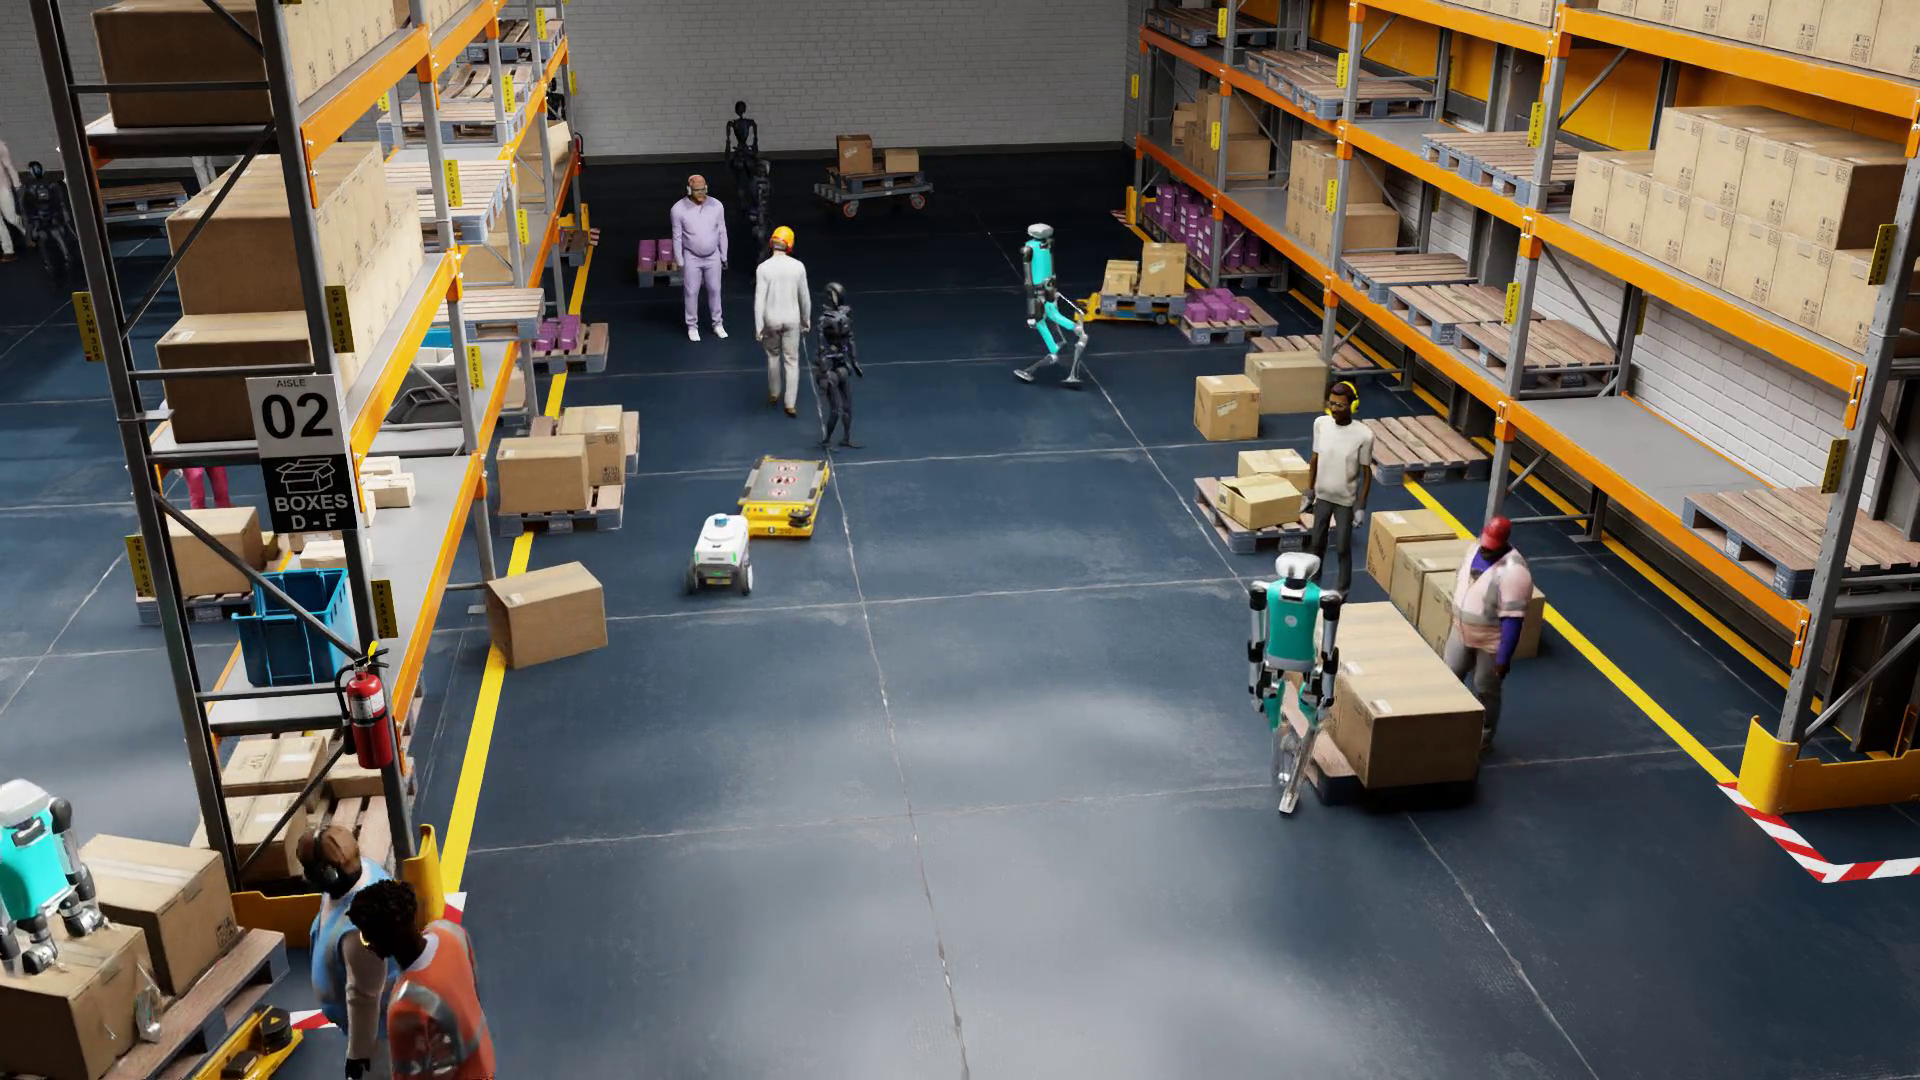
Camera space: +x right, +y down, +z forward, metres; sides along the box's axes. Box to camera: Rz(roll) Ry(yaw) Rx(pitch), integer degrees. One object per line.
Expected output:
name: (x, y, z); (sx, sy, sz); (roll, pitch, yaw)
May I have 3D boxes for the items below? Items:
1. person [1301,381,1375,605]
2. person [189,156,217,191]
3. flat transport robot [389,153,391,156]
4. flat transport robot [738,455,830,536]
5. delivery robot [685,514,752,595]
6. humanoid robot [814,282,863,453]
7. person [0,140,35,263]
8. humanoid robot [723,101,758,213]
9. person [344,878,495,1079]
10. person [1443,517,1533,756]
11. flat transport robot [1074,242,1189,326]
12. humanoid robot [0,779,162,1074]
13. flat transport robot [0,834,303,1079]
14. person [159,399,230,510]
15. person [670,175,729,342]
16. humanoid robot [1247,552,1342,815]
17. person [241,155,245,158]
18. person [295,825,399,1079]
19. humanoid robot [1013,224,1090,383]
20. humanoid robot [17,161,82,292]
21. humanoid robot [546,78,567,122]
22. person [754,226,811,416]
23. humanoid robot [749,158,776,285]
person: (2.787, -0.292, 12.352); (0.507, 1.871, 0.331); (19, 30, 36)
person: (-11.710, -6.058, 25.523); (0.429, 1.841, 0.632); (1, 24, 2)
flat transport robot: (-8.319, -4.947, 24.948); (1.431, 0.231, 0.659); (-1, 24, -2)
flat transport robot: (-1.548, -0.393, 14.574); (0.659, 0.231, 1.431); (1, 24, 2)
delivery robot: (-1.876, 0.087, 13.116); (0.499, 0.587, 0.782); (0, 24, 0)
humanoid robot: (-1.169, -1.631, 15.645); (0.361, 1.650, 0.594); (13, 27, 27)
person: (-12.962, -4.729, 22.415); (0.675, 1.907, 0.645); (-1, 24, -2)
humanoid robot: (-3.272, -5.766, 25.067); (0.591, 1.648, 0.407); (-17, 29, -34)
person: (-2.164, 2.170, 6.672); (0.766, 1.933, 0.648); (-2, 24, -4)
person: (3.285, 0.621, 10.462); (0.467, 1.717, 0.633); (-12, 26, -25)
flat transport robot: (2.121, -2.794, 20.044); (1.431, 0.231, 0.659); (3, 24, 8)
humanoid robot: (-3.916, 1.943, 7.497); (0.677, 1.858, 0.534); (7, 25, 16)
flat transport robot: (-4.017, 2.464, 8.065); (1.431, 0.231, 0.659); (5, 24, 12)
person: (-6.173, -0.676, 13.530); (0.299, 1.622, 0.505); (17, 29, 33)
person: (-2.949, -3.219, 18.991); (0.643, 1.900, 0.402); (-11, 26, -23)
humanoid robot: (2.023, 0.868, 10.007); (0.544, 1.897, 0.756); (9, 25, 20)
person: (-9.048, -4.278, 21.488); (0.524, 1.827, 0.666); (-6, 25, -14)
person: (-2.478, 1.998, 7.217); (0.701, 1.808, 0.648); (-12, 26, -25)
humanoid robot: (1.024, -2.382, 17.313); (1.013, 1.752, 0.533); (16, 28, 32)
humanoid robot: (-11.445, -3.922, 20.867); (0.494, 1.642, 0.601); (22, 32, 40)
humanoid robot: (-6.740, -6.780, 27.381); (0.413, 1.648, 0.597); (19, 30, 36)
person: (-1.787, -2.212, 16.751); (0.590, 1.845, 0.821); (-4, 24, -9)
humanoid robot: (-2.527, -4.049, 21.161); (0.391, 1.629, 0.618); (0, 24, 1)
